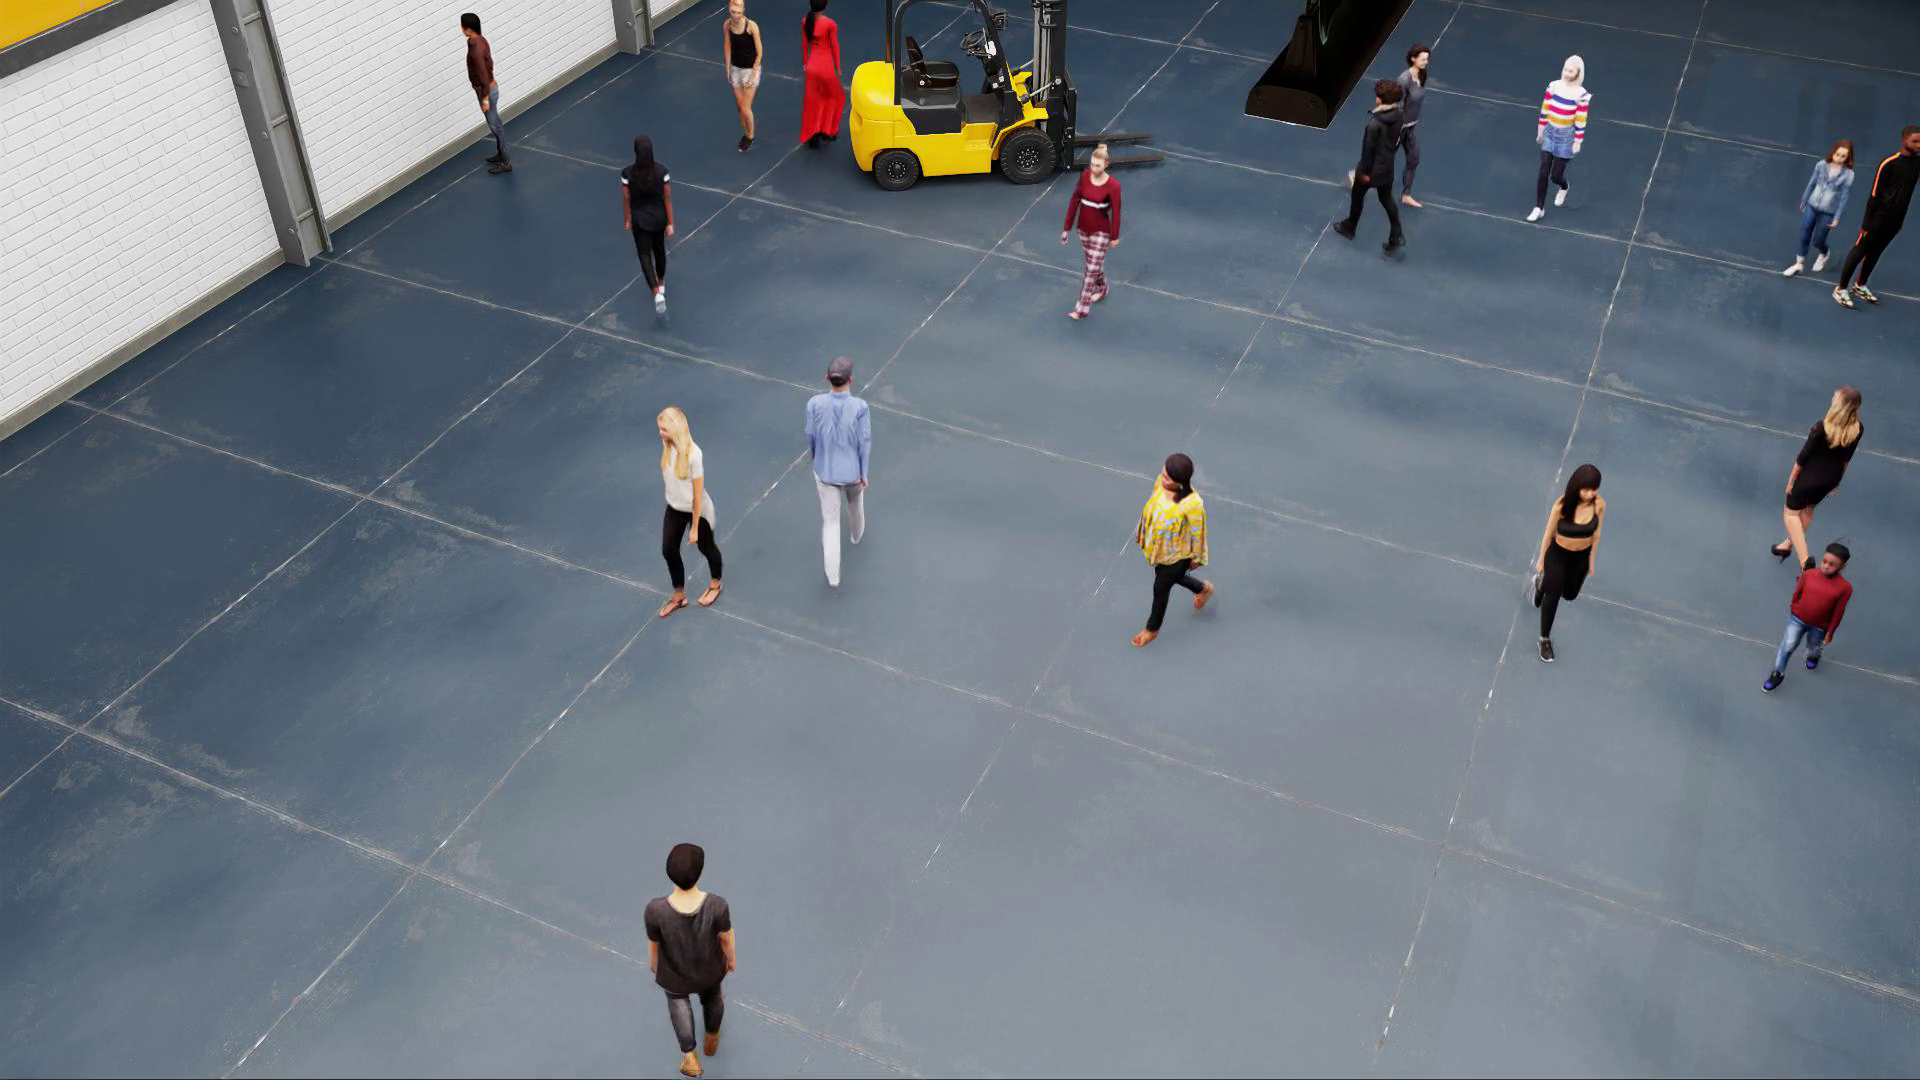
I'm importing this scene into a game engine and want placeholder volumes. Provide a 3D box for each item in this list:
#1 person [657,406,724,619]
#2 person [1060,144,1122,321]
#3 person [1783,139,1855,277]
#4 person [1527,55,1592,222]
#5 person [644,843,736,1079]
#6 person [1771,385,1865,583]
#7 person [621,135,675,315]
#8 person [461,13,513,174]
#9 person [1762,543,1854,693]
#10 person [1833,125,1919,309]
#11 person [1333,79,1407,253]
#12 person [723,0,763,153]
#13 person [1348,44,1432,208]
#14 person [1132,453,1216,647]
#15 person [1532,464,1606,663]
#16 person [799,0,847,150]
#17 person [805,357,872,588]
[{"bbox_3d":[-1.915,-0.265,12.287,0.694,1.804,0.845,24,44,27],"label":"person"},{"bbox_3d":[1.305,-2.960,15.770,0.793,1.669,1.075,26,46,29],"label":"person"},{"bbox_3d":[8.501,-3.261,16.308,0.800,1.466,0.741,-24,44,-27],"label":"person"},{"bbox_3d":[6.229,-4.154,17.166,0.963,1.791,0.841,-25,45,-28],"label":"person"},{"bbox_3d":[-1.469,2.350,9.093,0.837,1.703,0.914,-6,39,-7],"label":"person"},{"bbox_3d":[6.491,-0.386,12.553,0.825,1.660,0.982,-2,39,-3],"label":"person"},{"bbox_3d":[-2.928,-2.966,15.749,1.062,1.705,1.109,-14,41,-16],"label":"person"},{"bbox_3d":[-5.127,-4.864,18.067,0.772,1.777,0.678,-8,39,-10],"label":"person"},{"bbox_3d":[6.050,0.525,11.750,0.632,1.240,0.827,30,47,32],"label":"person"},{"bbox_3d":[8.780,-3.090,15.821,0.692,1.808,0.743,-11,40,-14],"label":"person"},{"bbox_3d":[4.246,-3.713,16.644,1.146,1.754,1.059,-23,44,-26],"label":"person"},{"bbox_3d":[-2.347,-5.205,18.464,0.641,1.815,0.690,19,42,22],"label":"person"},{"bbox_3d":[4.558,-4.364,17.472,1.107,1.738,0.911,-31,48,-33],"label":"person"},{"bbox_3d":[1.607,0.038,12.049,1.145,1.627,1.027,-19,42,-22],"label":"person"},{"bbox_3d":[4.362,0.081,11.992,0.804,1.632,0.986,0,39,-1],"label":"person"},{"bbox_3d":[-1.574,-5.168,18.464,0.647,1.766,0.733,15,41,18],"label":"person"},{"bbox_3d":[-0.921,-0.490,12.522,0.978,1.862,1.235,0,39,0],"label":"person"}]
